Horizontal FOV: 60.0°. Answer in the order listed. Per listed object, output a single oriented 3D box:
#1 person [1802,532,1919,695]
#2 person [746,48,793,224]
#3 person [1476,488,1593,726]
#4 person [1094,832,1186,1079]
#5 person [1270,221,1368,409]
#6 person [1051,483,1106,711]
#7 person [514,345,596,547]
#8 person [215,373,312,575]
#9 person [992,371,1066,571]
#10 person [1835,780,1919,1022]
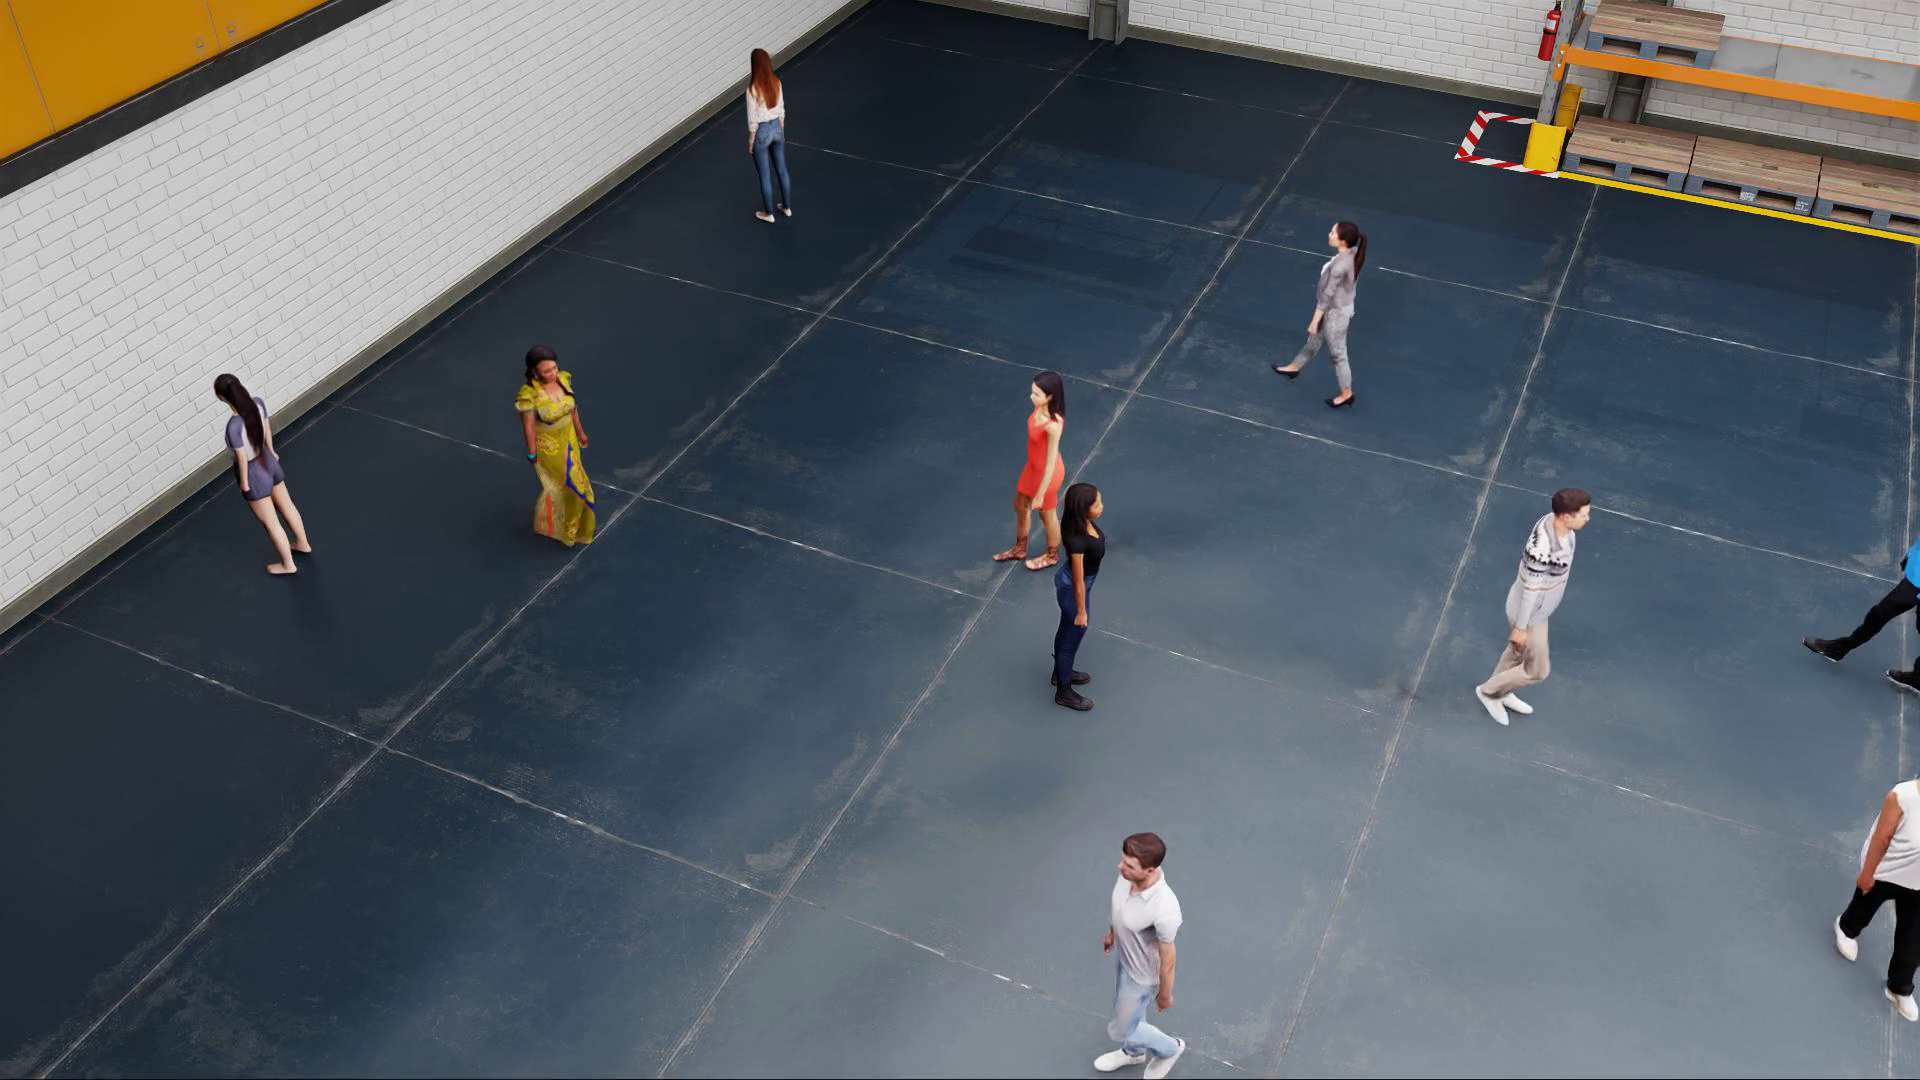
[{"bbox_3d":[6.341,0.312,10.750,1.114,1.765,0.798,26,45,29],"label":"person"},{"bbox_3d":[-1.860,-3.909,16.066,0.649,1.728,0.634,-28,46,-30],"label":"person"},{"bbox_3d":[3.552,0.395,10.580,0.643,1.847,0.718,19,43,23],"label":"person"},{"bbox_3d":[0.991,2.113,8.435,0.886,1.841,0.828,-10,40,-12],"label":"person"},{"bbox_3d":[3.110,-1.780,13.469,1.031,1.641,0.685,20,43,23],"label":"person"},{"bbox_3d":[0.740,0.342,10.733,0.651,1.739,0.647,0,39,1],"label":"person"},{"bbox_3d":[-3.027,-0.729,12.147,0.798,1.648,0.710,17,42,20],"label":"person"},{"bbox_3d":[-4.971,-0.481,11.835,0.595,1.649,0.644,6,39,8],"label":"person"},{"bbox_3d":[0.667,-0.481,11.788,0.874,1.708,0.813,-9,40,-12],"label":"person"},{"bbox_3d":[5.148,1.726,9.063,0.992,1.661,0.925,3,39,4],"label":"person"}]
